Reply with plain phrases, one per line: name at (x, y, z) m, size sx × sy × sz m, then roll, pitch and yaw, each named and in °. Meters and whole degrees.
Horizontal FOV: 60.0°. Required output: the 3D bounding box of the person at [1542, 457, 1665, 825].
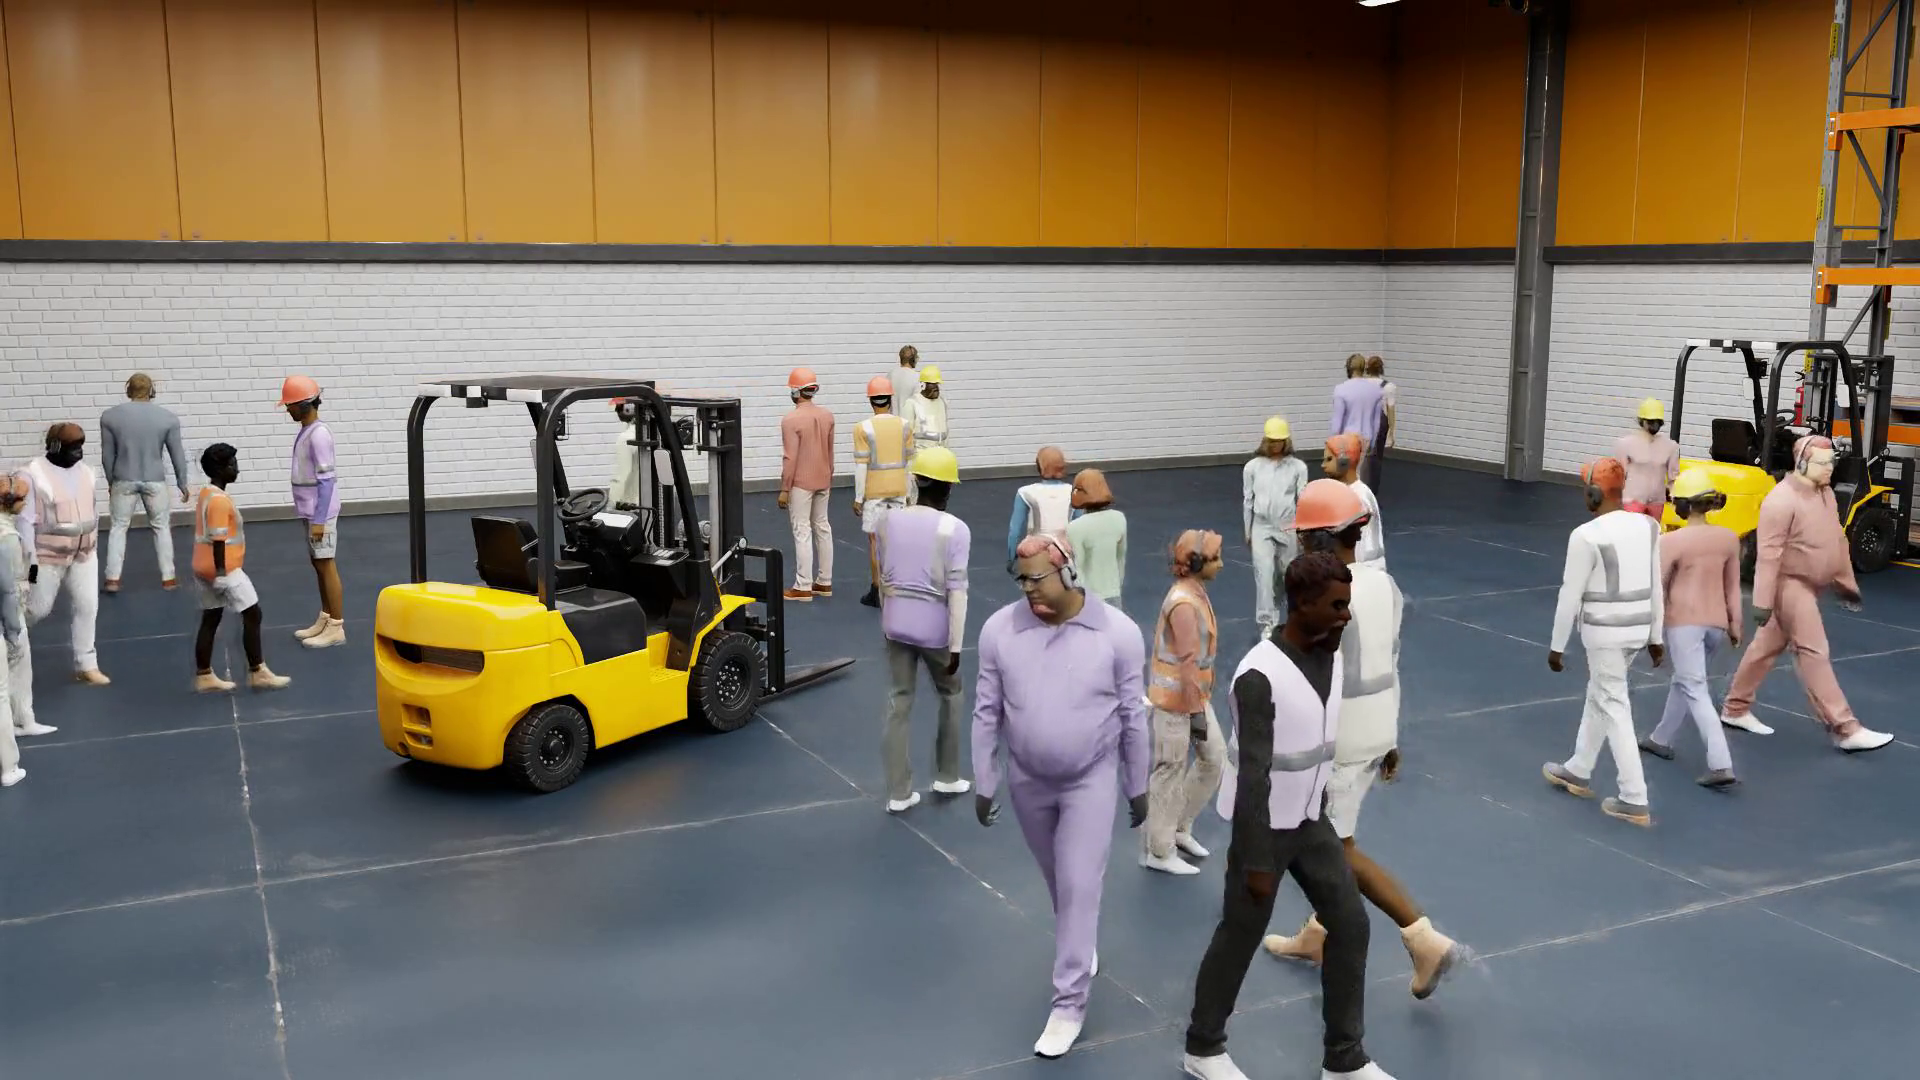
person at (3.279, 0.493, 8.605) m, size 0.599 × 1.849 × 0.871 m, roll -5°, pitch 10°, yaw -28°

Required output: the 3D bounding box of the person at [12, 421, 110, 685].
person at (-6.207, 0.086, 11.330) m, size 0.830 × 1.811 × 0.649 m, roll 5°, pitch 10°, yaw 27°

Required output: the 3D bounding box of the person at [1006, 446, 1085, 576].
person at (0.605, 0.151, 11.528) m, size 0.528 × 1.595 × 0.865 m, roll -2°, pitch 9°, yaw -13°

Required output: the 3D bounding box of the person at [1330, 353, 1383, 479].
person at (4.338, -1.083, 18.194) m, size 0.644 × 1.924 × 0.759 m, roll -4°, pitch 10°, yaw -25°

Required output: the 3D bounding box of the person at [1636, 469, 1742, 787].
person at (4.071, 0.467, 9.204) m, size 0.529 × 1.714 × 0.932 m, roll -3°, pitch 10°, yaw -17°

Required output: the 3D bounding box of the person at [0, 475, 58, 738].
person at (-5.729, 0.419, 9.773) m, size 0.551 × 1.613 × 0.616 m, roll 9°, pitch 13°, yaw 44°

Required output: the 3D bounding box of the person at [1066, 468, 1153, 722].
person at (0.871, 0.362, 10.188) m, size 0.498 × 1.605 × 0.750 m, roll -6°, pitch 11°, yaw -34°

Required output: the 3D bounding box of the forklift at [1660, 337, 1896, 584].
forklift at (7.551, -0.789, 15.507) m, size 2.313 × 2.155 × 1.214 m, roll -4°, pitch 10°, yaw -25°

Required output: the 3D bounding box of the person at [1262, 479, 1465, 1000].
person at (1.568, 0.775, 6.392) m, size 0.841 × 2.011 × 0.613 m, roll 8°, pitch 12°, yaw 42°

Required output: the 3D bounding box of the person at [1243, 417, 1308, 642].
person at (2.398, -0.097, 12.685) m, size 0.492 × 1.717 × 0.791 m, roll 1°, pitch 9°, yaw 6°

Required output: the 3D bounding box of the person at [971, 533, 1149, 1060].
person at (0.383, 0.871, 6.279) m, size 0.654 × 1.853 × 0.989 m, roll 3°, pitch 10°, yaw 17°

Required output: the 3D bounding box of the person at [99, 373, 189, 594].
person at (-7.139, -0.478, 14.448) m, size 0.799 × 1.916 × 0.540 m, roll -4°, pitch 10°, yaw -24°

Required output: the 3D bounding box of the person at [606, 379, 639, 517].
person at (-2.573, -0.245, 12.787) m, size 0.691 × 1.977 × 0.646 m, roll 3°, pitch 9°, yaw 15°

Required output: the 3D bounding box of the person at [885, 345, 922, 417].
person at (-0.634, -1.339, 19.707) m, size 0.635 × 1.937 × 0.354 m, roll 8°, pitch 12°, yaw 41°

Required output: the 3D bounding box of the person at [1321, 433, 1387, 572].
person at (2.267, 0.310, 9.733) m, size 0.571 × 1.865 × 0.575 m, roll 1°, pitch 9°, yaw 6°

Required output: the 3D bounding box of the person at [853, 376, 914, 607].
person at (-0.650, -0.402, 13.916) m, size 0.545 × 1.933 × 0.376 m, roll -5°, pitch 10°, yaw -26°

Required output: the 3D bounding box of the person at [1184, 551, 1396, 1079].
person at (1.163, 0.972, 5.529) m, size 0.852 × 1.882 × 0.617 m, roll 8°, pitch 12°, yaw 40°

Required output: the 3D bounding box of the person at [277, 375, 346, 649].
person at (-4.833, -0.210, 12.408) m, size 0.392 × 2.034 × 0.605 m, roll -5°, pitch 10°, yaw -28°

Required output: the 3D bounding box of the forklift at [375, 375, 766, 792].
forklift at (-2.268, 0.149, 9.685) m, size 1.214 × 2.155 × 2.313 m, roll 6°, pitch 11°, yaw 32°

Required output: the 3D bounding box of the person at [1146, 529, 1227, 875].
person at (1.054, 0.757, 7.684) m, size 0.405 × 1.625 × 0.519 m, roll 3°, pitch 10°, yaw 18°

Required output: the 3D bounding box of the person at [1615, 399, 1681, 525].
person at (5.722, -0.286, 13.766) m, size 0.547 × 1.733 × 0.800 m, roll 0°, pitch 9°, yaw -2°

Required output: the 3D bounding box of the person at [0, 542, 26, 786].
person at (-5.348, 0.545, 8.965) m, size 0.498 × 1.633 × 0.279 m, roll -5°, pitch 10°, yaw -26°

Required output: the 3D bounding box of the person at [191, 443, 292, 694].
person at (-4.795, 0.190, 11.052) m, size 0.688 × 1.673 × 0.538 m, roll -6°, pitch 11°, yaw -34°

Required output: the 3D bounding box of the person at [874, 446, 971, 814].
person at (-0.174, 0.457, 8.714) m, size 0.611 × 1.895 × 0.723 m, roll 4°, pitch 10°, yaw 24°

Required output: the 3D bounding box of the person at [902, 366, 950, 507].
person at (-0.332, -0.919, 17.470) m, size 0.608 × 1.823 × 0.408 m, roll -8°, pitch 12°, yaw -41°

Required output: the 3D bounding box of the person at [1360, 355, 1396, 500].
person at (4.931, -1.300, 19.881) m, size 0.520 × 1.812 × 0.937 m, roll 2°, pitch 9°, yaw 11°

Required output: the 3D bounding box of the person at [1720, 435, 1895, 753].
person at (4.996, 0.309, 9.756) m, size 1.033 × 1.844 × 0.648 m, roll 9°, pitch 13°, yaw 43°

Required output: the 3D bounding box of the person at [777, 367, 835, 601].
person at (-1.313, -0.477, 14.180) m, size 0.378 × 1.996 × 0.610 m, roll 7°, pitch 12°, yaw 37°
